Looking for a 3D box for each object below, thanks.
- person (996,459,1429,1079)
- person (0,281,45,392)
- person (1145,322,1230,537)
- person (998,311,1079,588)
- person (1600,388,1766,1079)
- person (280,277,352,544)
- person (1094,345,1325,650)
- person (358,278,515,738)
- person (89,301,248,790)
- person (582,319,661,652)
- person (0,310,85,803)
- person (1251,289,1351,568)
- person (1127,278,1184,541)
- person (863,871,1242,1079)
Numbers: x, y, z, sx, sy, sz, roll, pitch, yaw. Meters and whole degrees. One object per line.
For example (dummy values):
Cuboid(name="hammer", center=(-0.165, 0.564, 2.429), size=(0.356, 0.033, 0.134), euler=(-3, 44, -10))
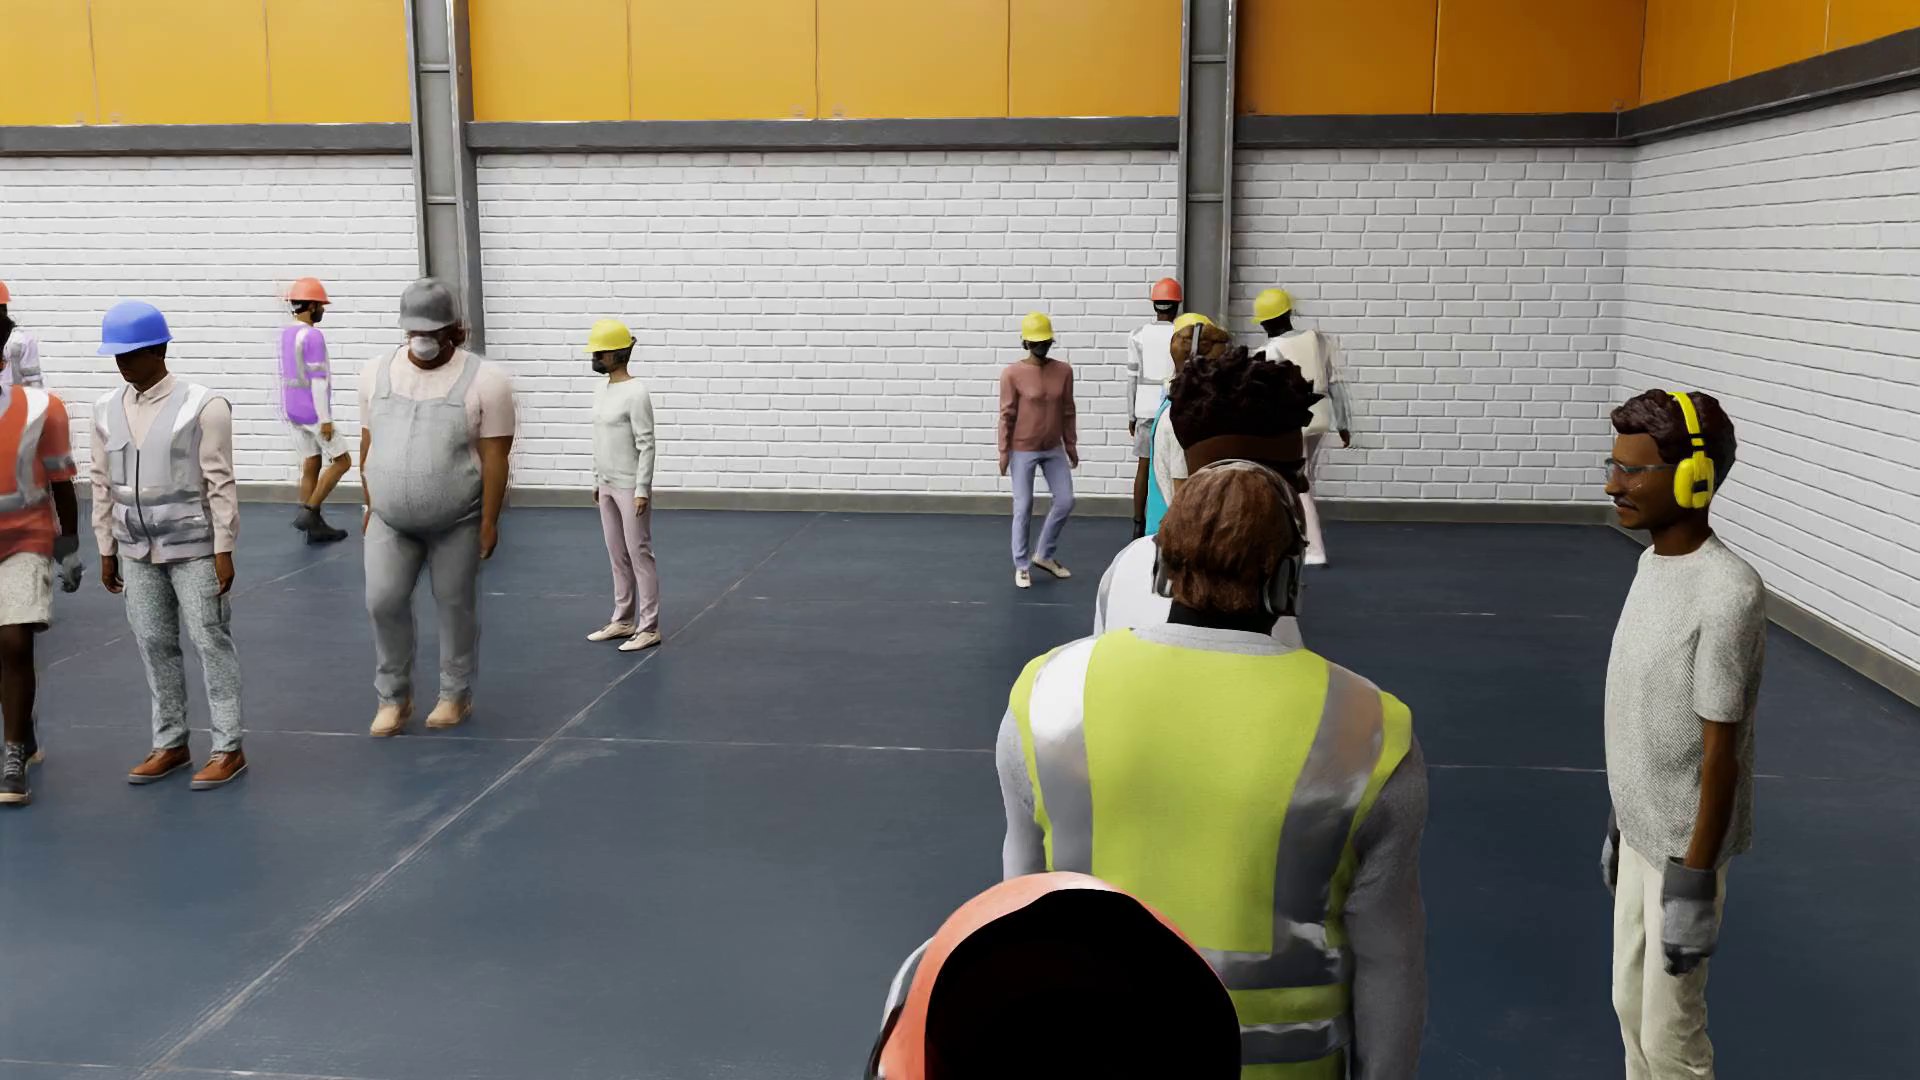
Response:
Cuboid(name="person", center=(0.369, 0.790, 2.506), size=(0.640, 1.830, 0.429), euler=(3, 10, 18))
Cuboid(name="person", center=(-6.603, -0.838, 11.495), size=(0.545, 1.943, 0.347), euler=(-3, 10, -14))
Cuboid(name="person", center=(0.903, 0.057, 6.646), size=(0.328, 1.844, 0.513), euler=(1, 10, 5))
Cuboid(name="person", center=(0.488, -0.567, 10.488), size=(0.559, 1.750, 0.455), euler=(-5, 11, -25))
Cuboid(name="person", center=(1.409, 0.627, 3.355), size=(0.328, 1.862, 0.505), euler=(1, 10, 5))
Cuboid(name="person", center=(-4.653, -0.920, 11.992), size=(0.388, 1.925, 0.579), euler=(-10, 14, -44))
Cuboid(name="person", center=(0.434, 0.638, 2.972), size=(0.365, 1.963, 0.610), euler=(-3, 10, -17))
Cuboid(name="person", center=(-2.303, -0.144, 7.234), size=(0.703, 2.000, 0.653), euler=(0, 10, 1))
Cuboid(name="person", center=(-3.143, 0.027, 6.581), size=(0.617, 1.934, 0.424), euler=(2, 10, 10))
Cuboid(name="person", center=(-1.820, -0.289, 8.858), size=(0.326, 1.765, 0.533), euler=(-8, 13, -40))
Cuboid(name="person", center=(-3.774, 0.052, 6.441), size=(0.617, 1.911, 0.853), euler=(-3, 10, -14))
Cuboid(name="person", center=(2.243, -0.761, 11.260), size=(0.675, 1.863, 0.737), euler=(-5, 11, -28))
Cuboid(name="person", center=(1.479, -0.933, 12.092), size=(0.543, 1.928, 0.400), euler=(4, 11, 22))
Cuboid(name="person", center=(0.047, 1.063, 1.176), size=(0.563, 1.742, 0.338), euler=(-7, 12, -36))
